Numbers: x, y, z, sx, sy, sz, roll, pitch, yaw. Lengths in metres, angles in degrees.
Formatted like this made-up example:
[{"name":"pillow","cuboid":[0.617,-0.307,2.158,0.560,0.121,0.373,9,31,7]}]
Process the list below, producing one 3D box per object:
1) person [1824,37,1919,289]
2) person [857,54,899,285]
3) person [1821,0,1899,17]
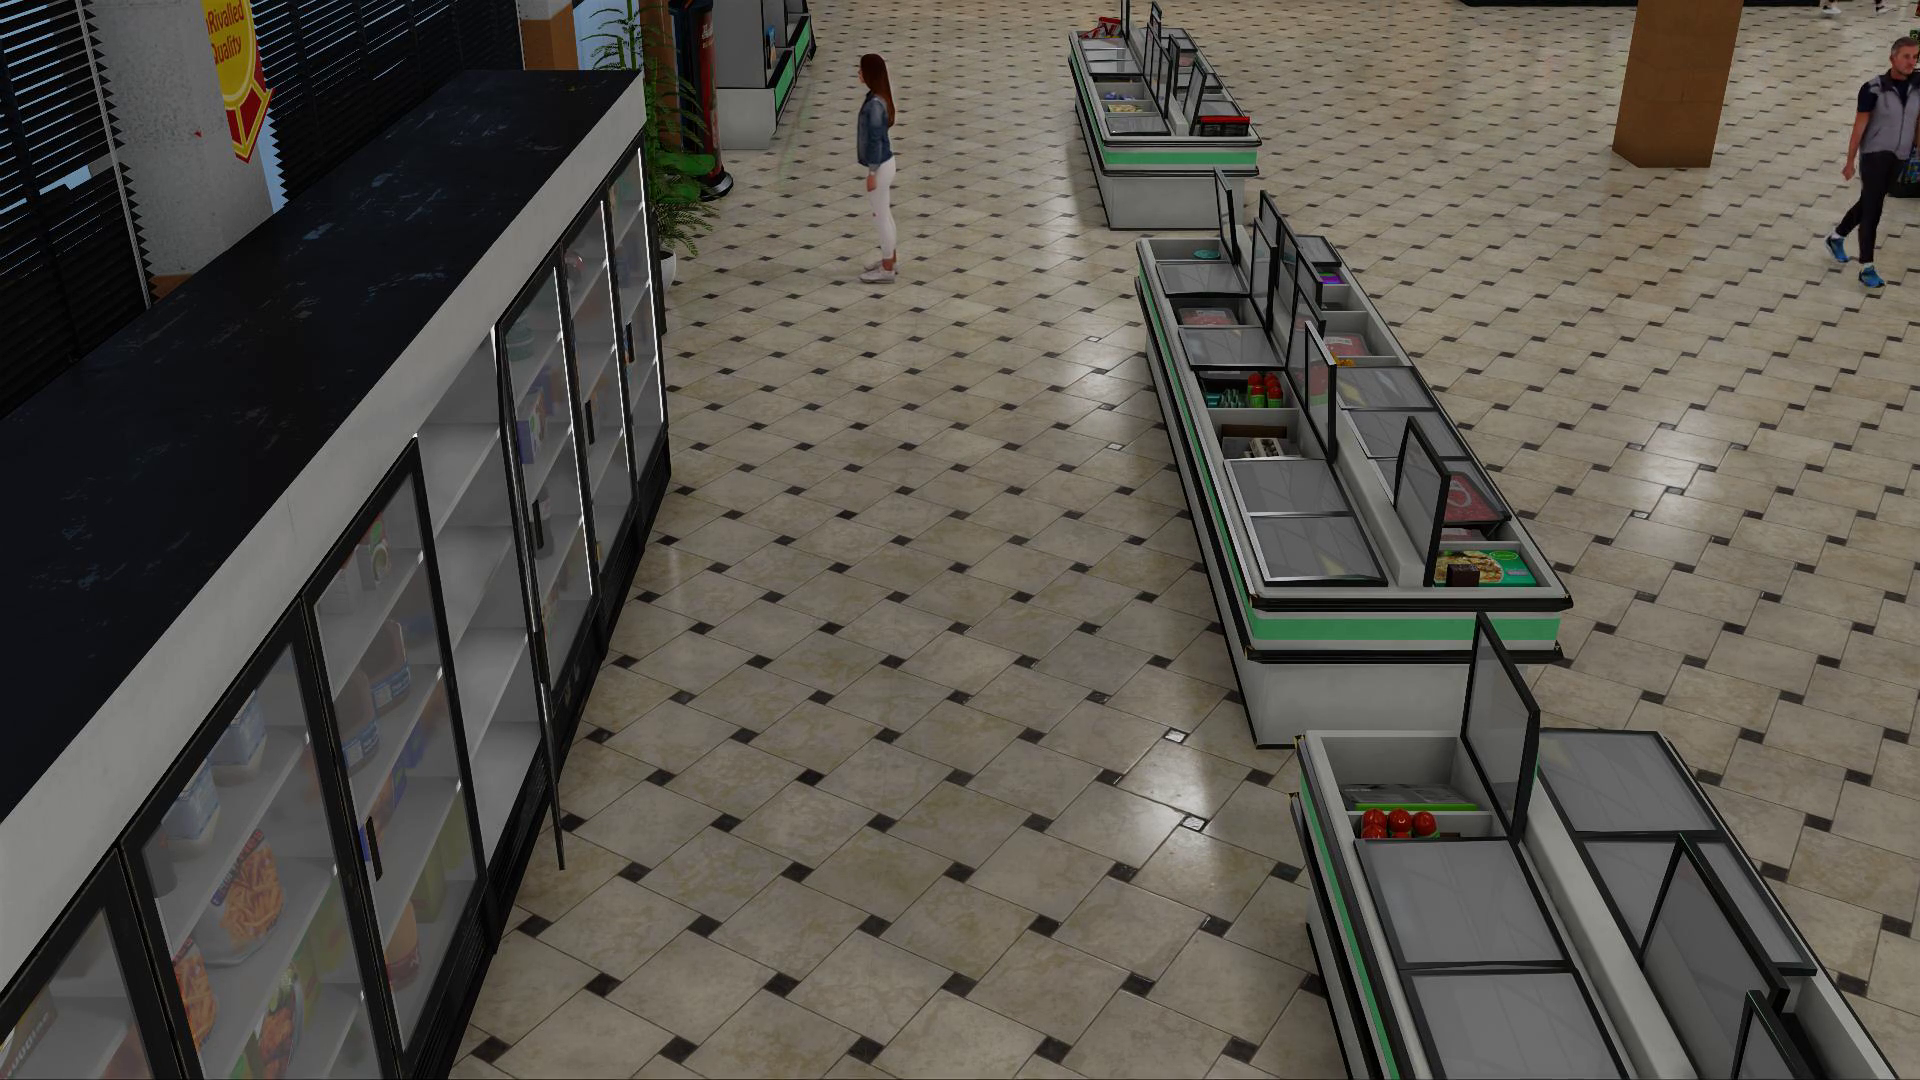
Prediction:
[{"name":"person","cuboid":[6.932,-2.887,12.610,0.822,1.789,1.228,-3,27,-7]},{"name":"person","cuboid":[-0.593,-2.789,12.518,0.659,1.699,0.458,-1,27,-2]},{"name":"person","cuboid":[12.390,-8.055,22.873,0.824,1.725,1.170,3,27,5]}]
